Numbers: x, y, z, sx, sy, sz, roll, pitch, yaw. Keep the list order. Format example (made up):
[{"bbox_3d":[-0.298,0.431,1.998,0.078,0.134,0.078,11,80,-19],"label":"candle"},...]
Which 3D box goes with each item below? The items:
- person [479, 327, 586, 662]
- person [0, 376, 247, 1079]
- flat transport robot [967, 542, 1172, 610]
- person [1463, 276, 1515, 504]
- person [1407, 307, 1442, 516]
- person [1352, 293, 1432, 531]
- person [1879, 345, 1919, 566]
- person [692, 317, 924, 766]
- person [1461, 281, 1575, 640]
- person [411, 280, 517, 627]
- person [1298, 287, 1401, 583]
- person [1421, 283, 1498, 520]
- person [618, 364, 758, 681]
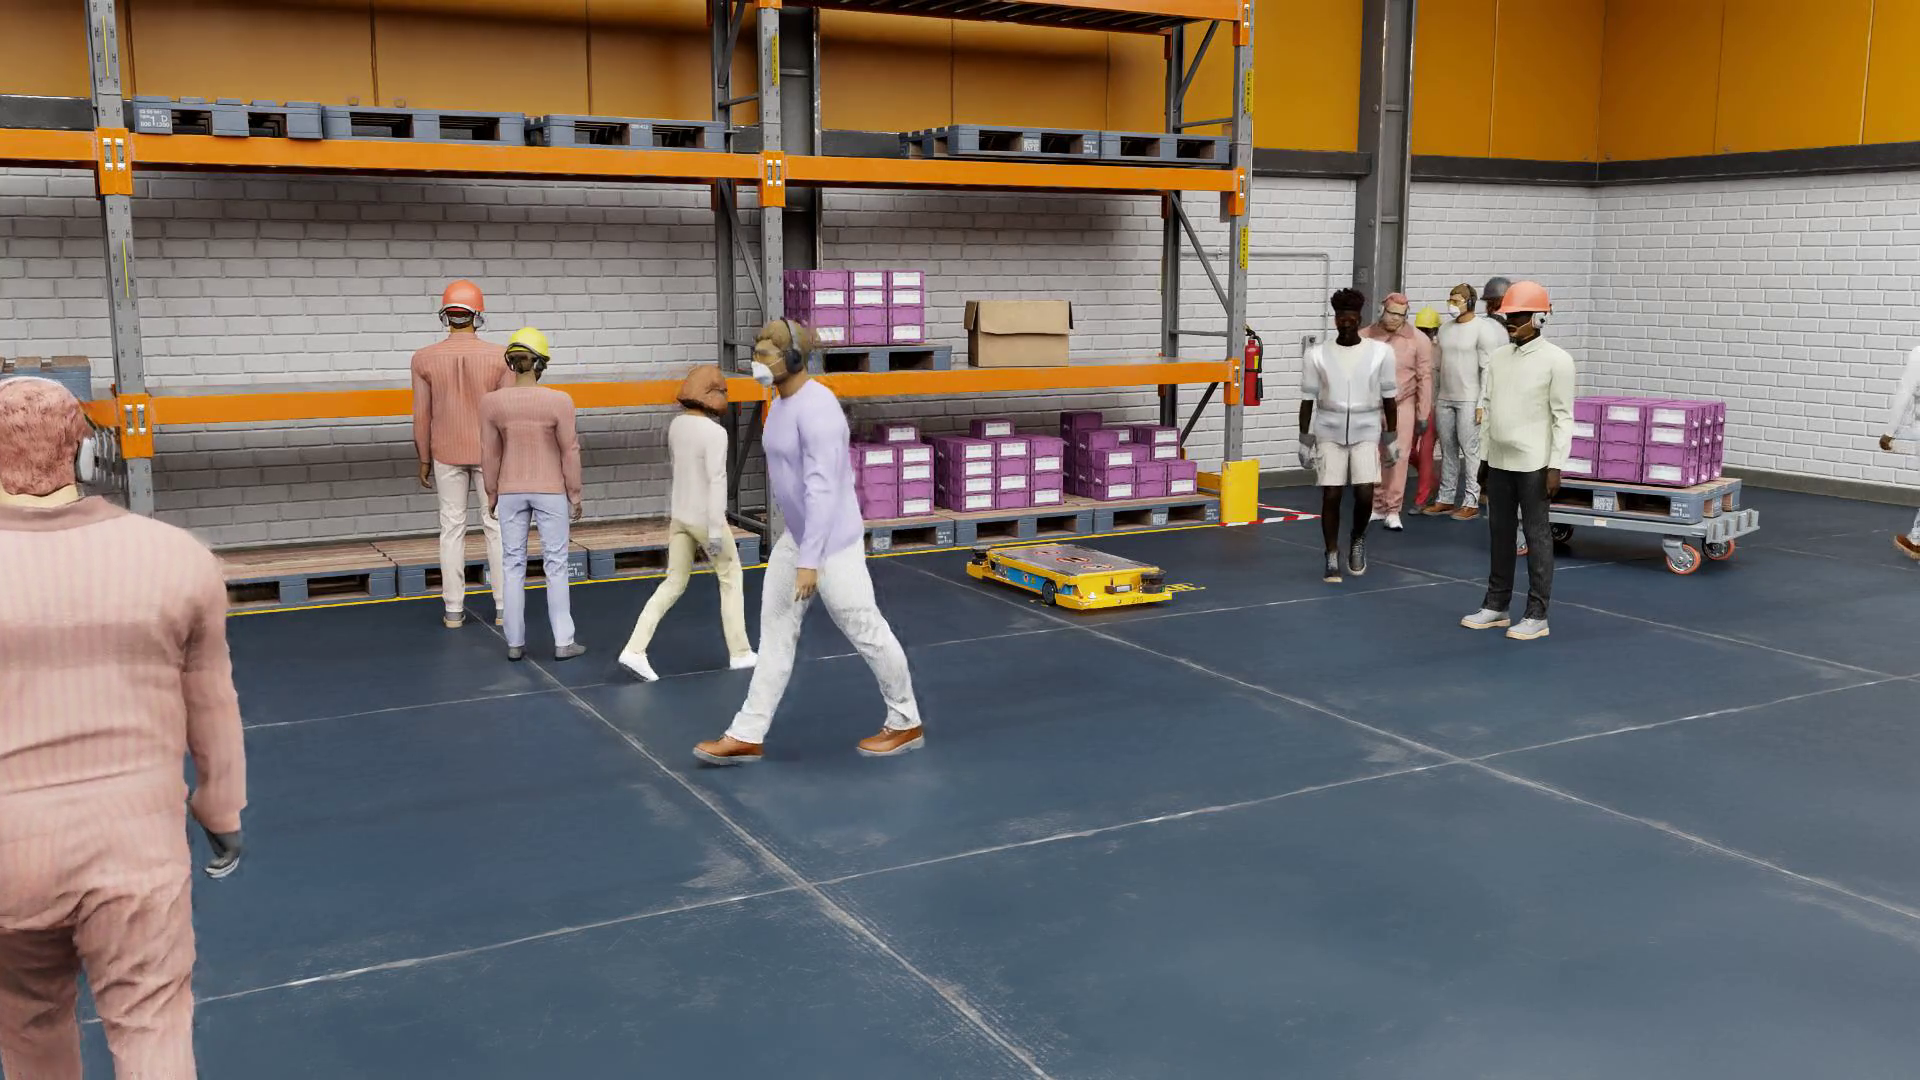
[{"bbox_3d":[-2.243,-0.232,8.752,0.524,1.760,0.327,0,9,2],"label":"person"},{"bbox_3d":[-1.789,0.596,3.386,0.654,1.865,0.982,-6,11,-34],"label":"person"},{"bbox_3d":[0.667,0.207,10.595,0.652,0.197,1.431,-5,11,-28],"label":"flat transport robot"},{"bbox_3d":[4.624,-1.268,14.206,0.687,2.000,0.860,-5,11,-28],"label":"person"},{"bbox_3d":[3.951,-1.100,14.055,0.647,1.743,0.537,-8,12,-42],"label":"person"},{"bbox_3d":[3.329,-1.019,13.218,0.775,1.871,0.718,6,11,33],"label":"person"},{"bbox_3d":[6.736,-0.743,11.563,0.583,1.854,0.829,-1,9,-6],"label":"person"},{"bbox_3d":[-0.586,0.021,6.888,1.004,1.882,0.633,-5,11,-27],"label":"person"},{"bbox_3d":[3.143,-0.447,9.342,0.381,1.994,0.619,-5,11,-28],"label":"person"},{"bbox_3d":[-2.821,-0.487,9.583,0.608,1.995,0.377,-1,9,-9],"label":"person"},{"bbox_3d":[2.540,-0.670,10.863,0.681,1.940,0.449,2,10,12],"label":"person"},{"bbox_3d":[4.119,-1.135,13.705,0.367,1.939,0.634,-5,11,-28],"label":"person"},{"bbox_3d":[-1.354,-0.088,8.373,0.829,1.594,0.499,-9,13,-44],"label":"person"}]
